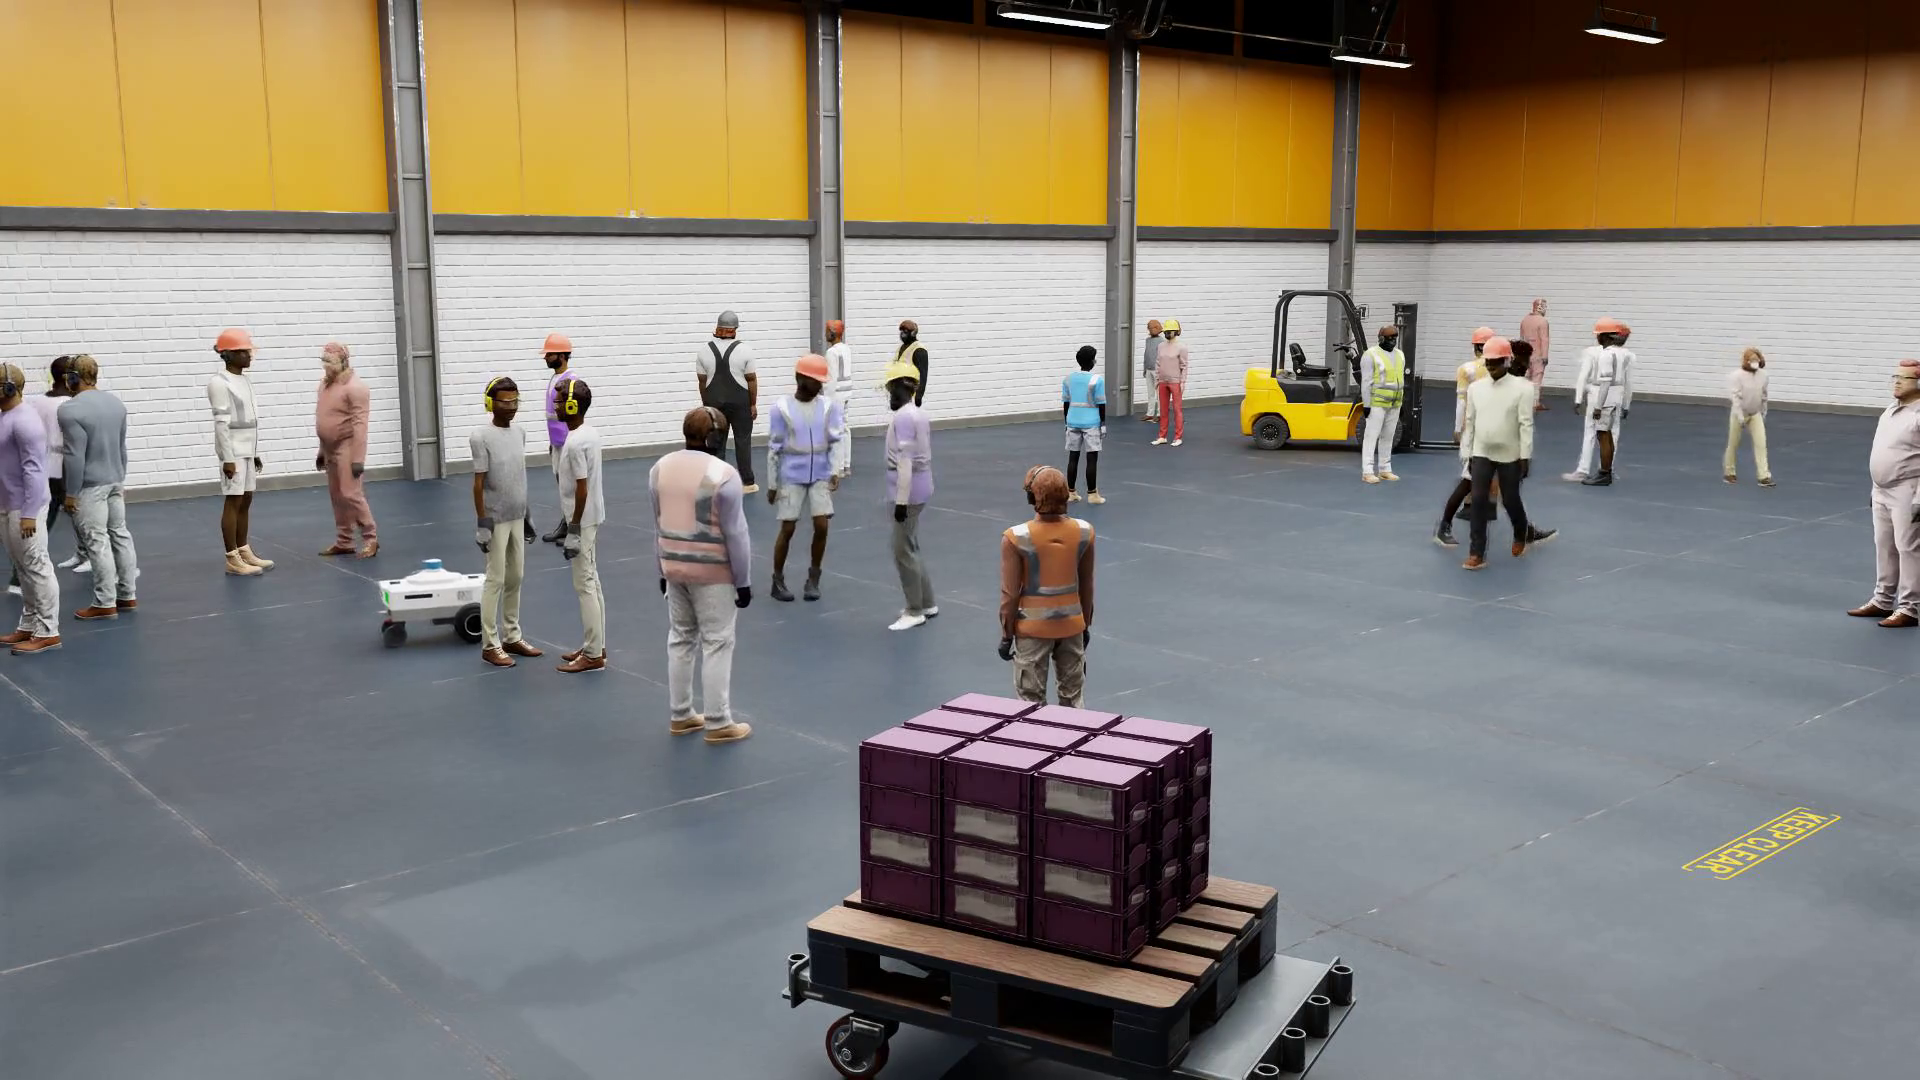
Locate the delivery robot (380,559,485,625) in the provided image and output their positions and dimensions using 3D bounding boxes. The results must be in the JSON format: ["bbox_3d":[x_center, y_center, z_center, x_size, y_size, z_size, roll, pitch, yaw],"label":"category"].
[{"bbox_3d":[-3.603,0.376,11.409,0.707,0.478,0.477,-4,11,-22],"label":"delivery robot"}]

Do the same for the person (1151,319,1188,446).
[{"bbox_3d":[2.925,-2.187,23.148,0.524,1.769,0.314,9,13,42],"label":"person"}]

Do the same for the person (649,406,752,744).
[{"bbox_3d":[-1.395,0.192,9.048,0.627,1.834,0.429,6,12,33],"label":"person"}]

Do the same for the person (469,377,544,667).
[{"bbox_3d":[-2.939,-0.123,10.779,0.311,1.863,0.534,4,10,22],"label":"person"}]

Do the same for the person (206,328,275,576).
[{"bbox_3d":[-5.965,-0.731,13.797,0.372,2.048,0.605,0,10,-2],"label":"person"}]

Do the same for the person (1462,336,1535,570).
[{"bbox_3d":[4.598,-0.748,14.124,0.611,1.972,0.840,8,12,38],"label":"person"}]

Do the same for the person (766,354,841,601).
[{"bbox_3d":[-1.180,-0.470,12.712,0.566,1.897,0.501,-5,11,-27],"label":"person"}]

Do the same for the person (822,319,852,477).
[{"bbox_3d":[-1.478,-1.691,19.904,0.355,1.883,0.575,3,10,16],"label":"person"}]

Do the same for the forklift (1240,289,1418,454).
[{"bbox_3d":[5.034,-2.339,22.783,2.313,2.155,1.214,3,10,16],"label":"forklift"}]

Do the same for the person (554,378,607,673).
[{"bbox_3d":[-2.429,-0.086,10.575,0.329,1.862,0.508,-1,10,-4],"label":"person"}]

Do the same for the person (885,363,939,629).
[{"bbox_3d":[-0.347,-0.305,11.841,0.393,1.886,0.649,0,10,3],"label":"person"}]

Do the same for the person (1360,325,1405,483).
[{"bbox_3d":[4.953,-1.586,19.414,0.634,1.839,0.429,-6,11,-30],"label":"person"}]

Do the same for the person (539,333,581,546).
[{"bbox_3d":[-3.628,-0.912,15.175,0.363,1.939,0.542,-7,12,-34],"label":"person"}]

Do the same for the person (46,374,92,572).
[{"bbox_3d":[-7.435,-0.605,13.949,0.493,1.743,0.295,9,13,42],"label":"person"}]

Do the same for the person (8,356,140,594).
[{"bbox_3d":[-7.042,-0.507,13.050,0.591,1.866,1.031,4,11,23],"label":"person"}]

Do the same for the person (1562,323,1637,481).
[{"bbox_3d":[7.486,-1.592,19.484,0.753,1.843,0.369,2,10,14],"label":"person"}]

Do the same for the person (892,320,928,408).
[{"bbox_3d":[-0.644,-1.813,20.737,0.429,1.842,0.635,-5,11,-28],"label":"person"}]

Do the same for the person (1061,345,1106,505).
[{"bbox_3d":[1.330,-1.218,17.674,0.541,1.696,0.316,7,12,37],"label":"person"}]

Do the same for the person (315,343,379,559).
[{"bbox_3d":[-5.390,-0.763,14.512,0.694,1.890,0.425,9,13,42],"label":"person"}]

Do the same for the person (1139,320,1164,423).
[{"bbox_3d":[3.083,-2.685,26.450,0.279,1.633,0.497,-6,11,-30],"label":"person"}]

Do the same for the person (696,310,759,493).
[{"bbox_3d":[-2.557,-1.538,18.542,0.676,2.000,0.536,2,10,10],"label":"person"}]

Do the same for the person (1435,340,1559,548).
[{"bbox_3d":[4.833,-0.851,14.951,1.066,1.884,0.705,6,11,32],"label":"person"}]

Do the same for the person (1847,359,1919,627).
[{"bbox_3d":[6.710,-0.337,11.892,0.409,1.913,0.649,0,10,-2],"label":"person"}]

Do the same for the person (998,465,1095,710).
[{"bbox_3d":[0.424,0.456,8.044,0.512,1.641,0.307,-5,11,-26],"label":"person"}]

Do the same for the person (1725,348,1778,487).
[{"bbox_3d":[9.046,-1.390,18.994,0.513,1.583,0.851,-1,10,-9],"label":"person"}]

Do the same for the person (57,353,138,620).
[{"bbox_3d":[-6.280,-0.384,12.086,0.366,1.938,0.630,2,10,9],"label":"person"}]

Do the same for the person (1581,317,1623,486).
[{"bbox_3d":[7.404,-1.588,19.145,0.354,1.936,0.547,6,11,32],"label":"person"}]

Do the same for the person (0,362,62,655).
[{"bbox_3d":[-6.255,-0.210,11.068,0.371,1.940,0.627,-9,13,-42],"label":"person"}]

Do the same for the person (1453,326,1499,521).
[{"bbox_3d":[5.194,-1.159,16.626,0.550,1.935,0.376,-1,10,-6],"label":"person"}]

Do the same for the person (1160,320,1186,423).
[{"bbox_3d":[3.353,-2.655,26.271,0.509,1.632,0.265,6,11,32],"label":"person"}]

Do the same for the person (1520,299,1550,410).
[{"bbox_3d":[9.896,-3.178,28.550,0.404,1.903,0.651,-3,10,-19],"label":"person"}]
